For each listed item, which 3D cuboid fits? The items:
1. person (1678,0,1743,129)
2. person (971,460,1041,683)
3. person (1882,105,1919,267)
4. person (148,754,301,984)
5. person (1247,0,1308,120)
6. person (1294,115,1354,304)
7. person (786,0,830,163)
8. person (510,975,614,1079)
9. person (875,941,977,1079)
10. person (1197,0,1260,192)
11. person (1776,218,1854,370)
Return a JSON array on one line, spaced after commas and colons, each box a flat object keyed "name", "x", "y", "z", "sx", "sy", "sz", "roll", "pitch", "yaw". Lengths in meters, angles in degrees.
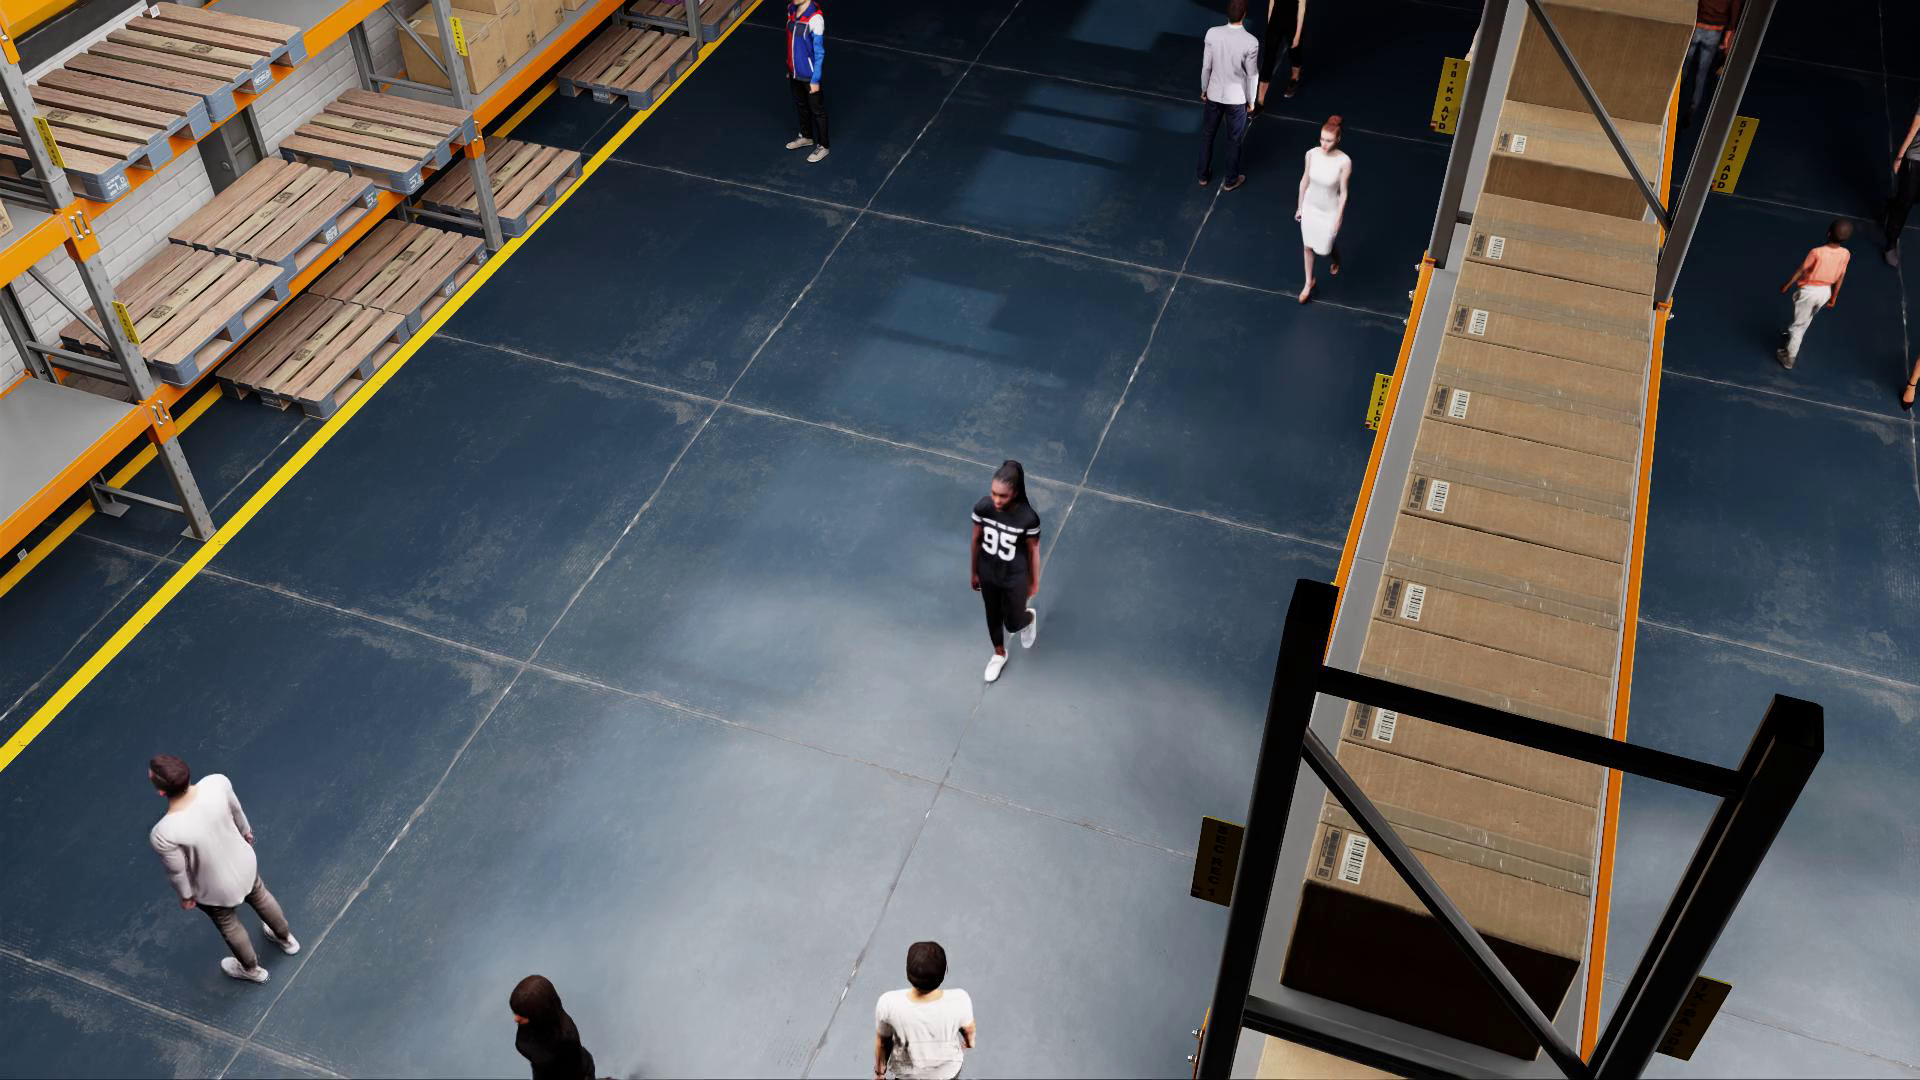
[{"name": "person", "x": 7.114, "y": -4.787, "z": 15.899, "sx": 0.662, "sy": 1.762, "sz": 0.983, "roll": 12, "pitch": 45, "yaw": 13}, {"name": "person", "x": 0.321, "y": 0.163, "z": 10.732, "sx": 0.636, "sy": 1.721, "sz": 0.775, "roll": 18, "pitch": 47, "yaw": 18}, {"name": "person", "x": 8.331, "y": -3.312, "z": 14.371, "sx": 0.799, "sy": 1.734, "sz": 1.145, "roll": 5, "pitch": 44, "yaw": 5}, {"name": "person", "x": -3.997, "y": 1.757, "z": 8.971, "sx": 0.756, "sy": 1.842, "sz": 0.549, "roll": 21, "pitch": 47, "yaw": 20}, {"name": "person", "x": 3.227, "y": -5.013, "z": 16.193, "sx": 0.765, "sy": 1.682, "sz": 1.187, "roll": 25, "pitch": 49, "yaw": 24}, {"name": "person", "x": 3.032, "y": -2.745, "z": 13.743, "sx": 0.725, "sy": 1.779, "sz": 0.890, "roll": 28, "pitch": 50, "yaw": 26}, {"name": "person", "x": -1.427, "y": -4.405, "z": 15.499, "sx": 0.719, "sy": 1.759, "sz": 0.723, "roll": -32, "pitch": 52, "yaw": -29}, {"name": "person", "x": -1.934, "y": 2.593, "z": 8.247, "sx": 0.690, "sy": 1.631, "sz": 0.834, "roll": 23, "pitch": 48, "yaw": 22}, {"name": "person", "x": -0.176, "y": 2.608, "z": 8.178, "sx": 0.859, "sy": 1.704, "sz": 1.004, "roll": -2, "pitch": 44, "yaw": -2}, {"name": "person", "x": 2.418, "y": -4.039, "z": 15.051, "sx": 0.698, "sy": 1.847, "sz": 0.608, "roll": 19, "pitch": 47, "yaw": 19}, {"name": "person", "x": 6.818, "y": -1.926, "z": 13.236, "sx": 0.637, "sy": 1.292, "sz": 0.740, "roll": -2, "pitch": 44, "yaw": -2}]
